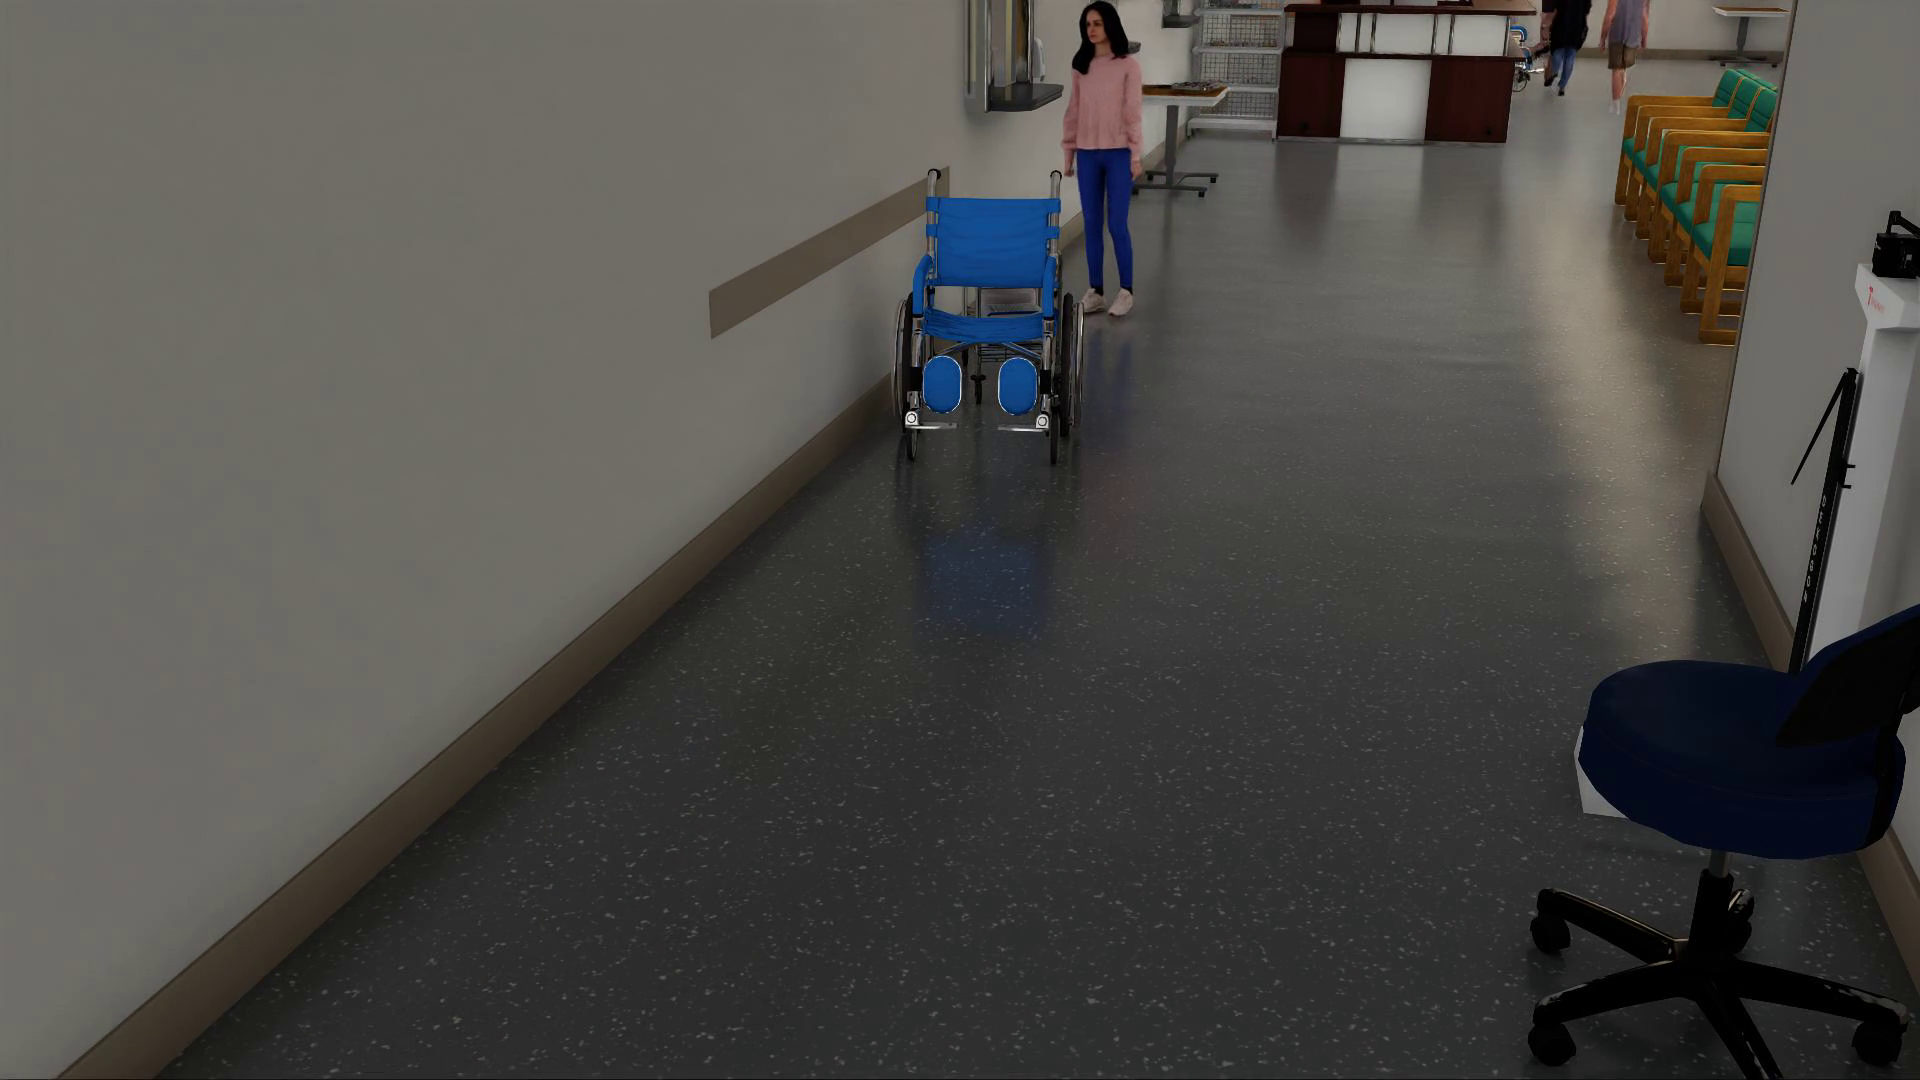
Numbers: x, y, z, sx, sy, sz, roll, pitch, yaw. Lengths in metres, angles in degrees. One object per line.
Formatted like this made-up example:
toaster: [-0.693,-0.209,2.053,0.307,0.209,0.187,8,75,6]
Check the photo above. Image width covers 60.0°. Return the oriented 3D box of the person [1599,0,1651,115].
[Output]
person: [7.711,-5.792,19.256,0.822,1.828,0.847,0,21,-1]

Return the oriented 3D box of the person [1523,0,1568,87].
person: [7.829,-6.999,22.090,1.021,1.901,1.125,-14,25,-32]

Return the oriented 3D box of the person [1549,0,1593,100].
person: [7.541,-6.299,20.566,0.777,1.671,0.726,7,22,17]

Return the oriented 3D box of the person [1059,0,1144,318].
person: [0.852,-2.177,9.552,0.620,1.765,0.790,14,25,33]
